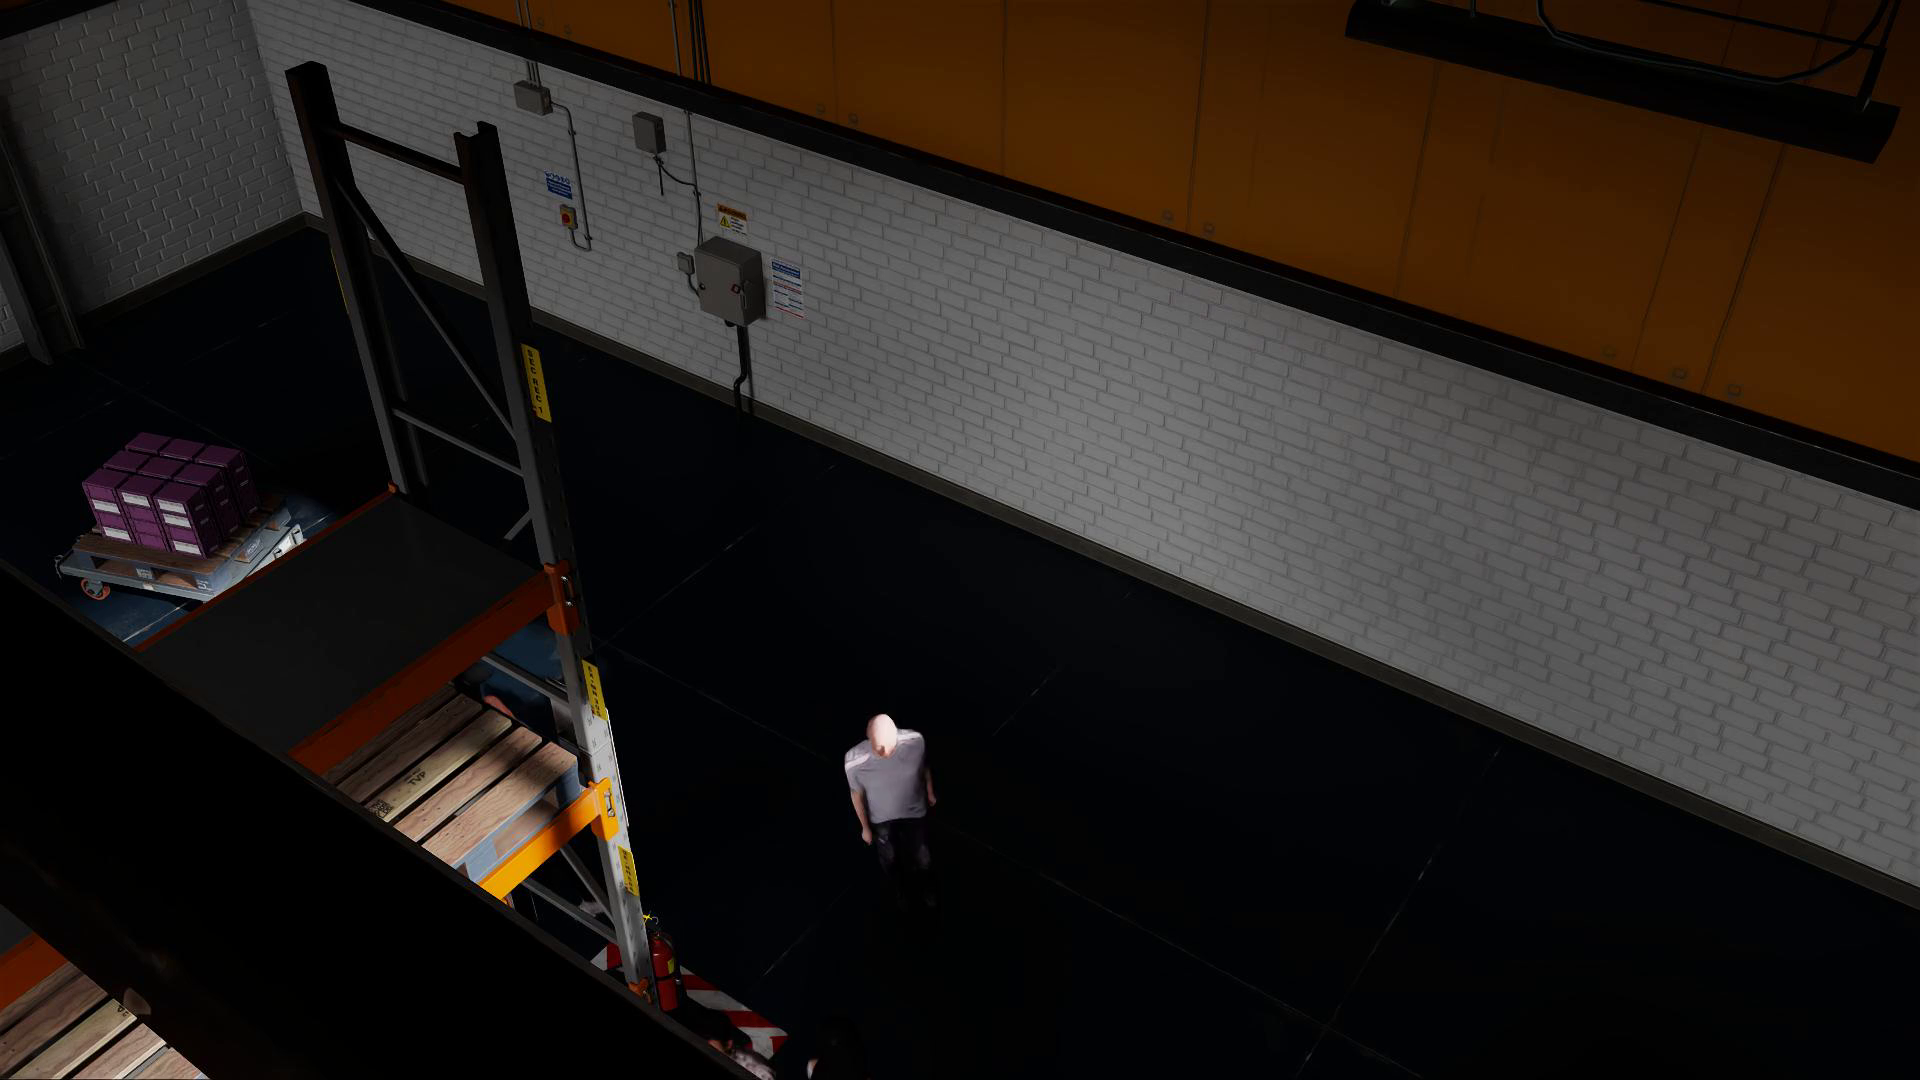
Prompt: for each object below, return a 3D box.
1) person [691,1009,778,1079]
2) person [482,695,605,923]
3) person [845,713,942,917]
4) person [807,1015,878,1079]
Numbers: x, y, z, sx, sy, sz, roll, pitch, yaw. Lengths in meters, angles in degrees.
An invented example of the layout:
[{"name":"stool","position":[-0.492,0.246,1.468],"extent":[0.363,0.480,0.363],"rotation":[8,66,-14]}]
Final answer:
[{"name":"person","position":[-1.104,2.913,8.468],"extent":[0.839,1.795,0.983],"rotation":[12,40,15]},{"name":"person","position":[-2.596,1.673,10.096],"extent":[0.835,1.699,1.183],"rotation":[14,41,16]},{"name":"person","position":[-0.416,1.577,10.135],"extent":[0.834,1.801,0.905],"rotation":[-13,41,-16]},{"name":"person","position":[-0.578,3.045,8.340],"extent":[0.689,1.747,0.699],"rotation":[25,45,28]}]
